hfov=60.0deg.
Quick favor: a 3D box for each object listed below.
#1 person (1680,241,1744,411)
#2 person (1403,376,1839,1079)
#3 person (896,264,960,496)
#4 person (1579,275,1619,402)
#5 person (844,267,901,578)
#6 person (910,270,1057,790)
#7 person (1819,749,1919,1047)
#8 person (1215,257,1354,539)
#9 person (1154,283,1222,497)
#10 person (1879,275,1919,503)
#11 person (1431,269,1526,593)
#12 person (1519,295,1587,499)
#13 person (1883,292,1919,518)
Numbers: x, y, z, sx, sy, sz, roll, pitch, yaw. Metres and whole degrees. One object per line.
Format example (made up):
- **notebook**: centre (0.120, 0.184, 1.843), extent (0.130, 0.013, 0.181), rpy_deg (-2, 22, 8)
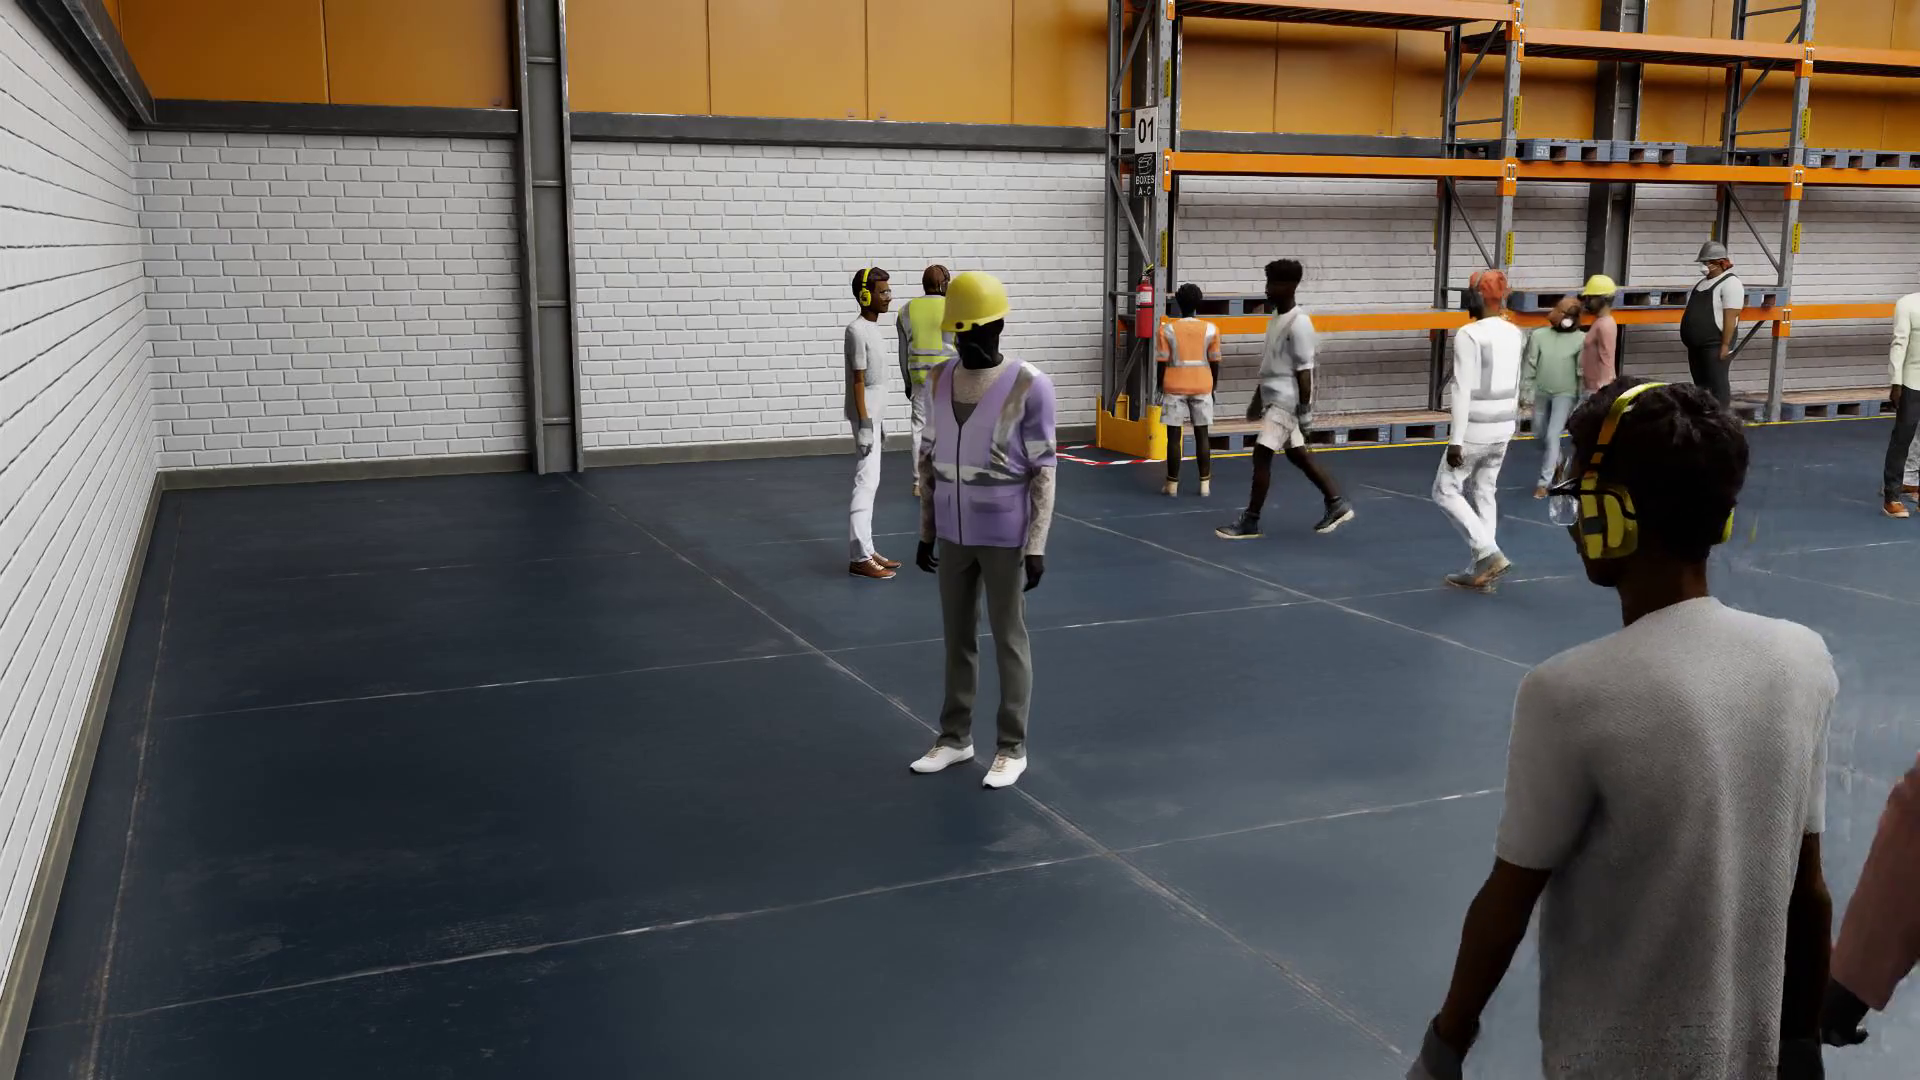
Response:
- **person**: centre (7.700, -2.063, 17.151), extent (0.535, 2.000, 0.682), rpy_deg (-1, 10, -7)
- **person**: centre (0.847, 0.701, 2.308), extent (0.507, 1.841, 0.715), rpy_deg (-5, 11, -27)
- **person**: centre (-0.181, -1.254, 13.201), extent (0.627, 1.844, 0.428), rpy_deg (4, 11, 23)
- **person**: centre (4.975, -1.187, 13.038), extent (0.324, 1.767, 0.532), rpy_deg (3, 11, 16)
- **person**: centre (-0.534, -0.711, 10.095), extent (0.323, 1.871, 0.530), rpy_deg (1, 10, 5)
- **person**: centre (0.074, -0.034, 6.190), extent (0.585, 1.918, 0.386), rpy_deg (7, 13, 36)
- **person**: centre (1.670, 0.646, 2.572), extent (0.654, 1.853, 0.988), rpy_deg (-5, 11, -26)
- **person**: centre (2.281, -0.965, 11.381), extent (0.984, 1.928, 0.617), rpy_deg (0, 10, -2)
- **person**: centre (1.803, -1.183, 13.211), extent (0.540, 1.695, 0.317), rpy_deg (-1, 10, -5)
- **person**: centre (7.554, -1.257, 12.946), extent (0.378, 1.940, 0.629), rpy_deg (-2, 10, -9)
- **person**: centre (2.977, -0.609, 9.540), extent (0.598, 1.863, 0.428), rpy_deg (-7, 13, -35)
- **person**: centre (4.776, -1.148, 13.253), extent (0.523, 1.604, 0.641), rpy_deg (10, 14, 43)
- **person**: centre (7.118, -1.152, 12.200), extent (0.608, 1.996, 0.382), rpy_deg (0, 10, -1)
